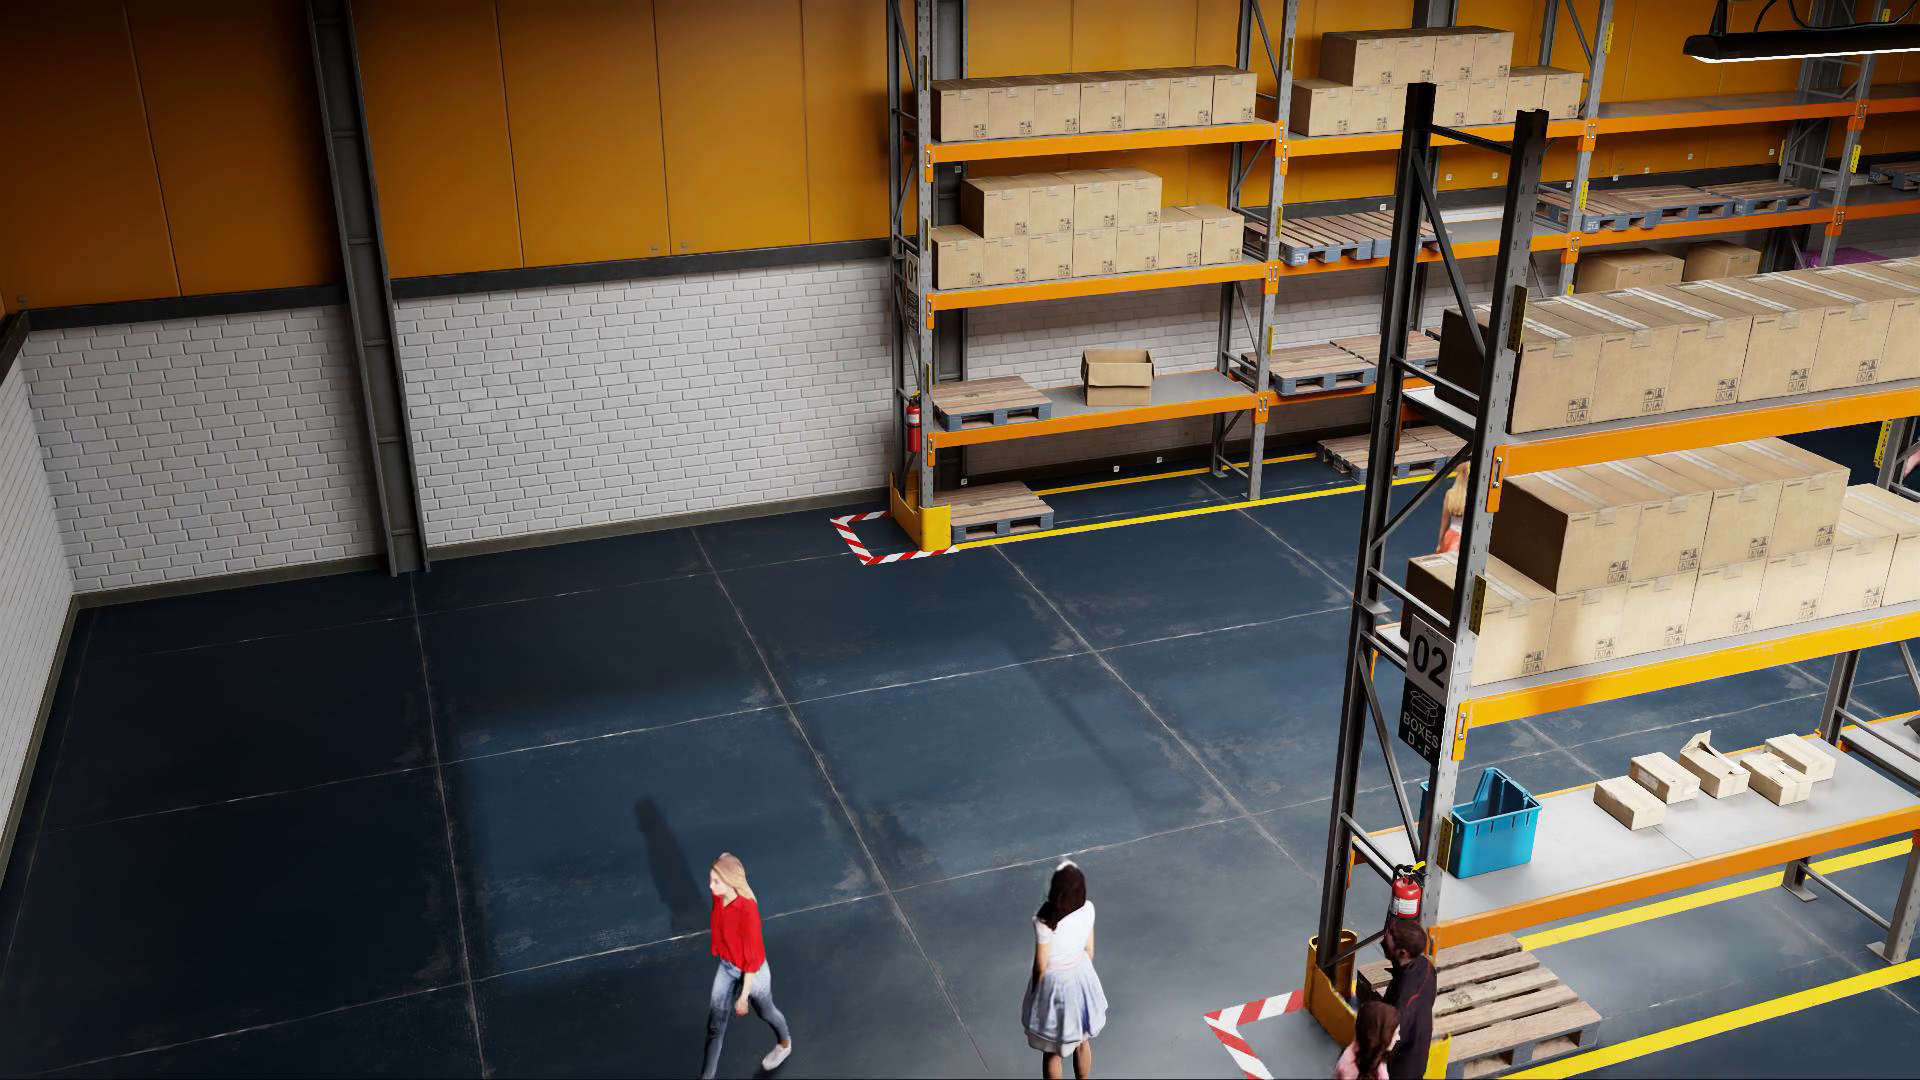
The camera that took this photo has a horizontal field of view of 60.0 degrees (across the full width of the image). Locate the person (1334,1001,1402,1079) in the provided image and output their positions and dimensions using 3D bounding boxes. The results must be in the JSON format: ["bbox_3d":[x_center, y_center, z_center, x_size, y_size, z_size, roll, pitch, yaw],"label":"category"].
[{"bbox_3d":[1.968,3.159,8.751,0.860,1.772,0.795,18,29,35],"label":"person"}]

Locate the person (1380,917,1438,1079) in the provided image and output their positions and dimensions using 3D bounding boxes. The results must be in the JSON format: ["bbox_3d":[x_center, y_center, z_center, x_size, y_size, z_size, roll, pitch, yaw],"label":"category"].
[{"bbox_3d":[2.472,2.918,9.147,1.035,1.896,0.975,10,26,23],"label":"person"}]

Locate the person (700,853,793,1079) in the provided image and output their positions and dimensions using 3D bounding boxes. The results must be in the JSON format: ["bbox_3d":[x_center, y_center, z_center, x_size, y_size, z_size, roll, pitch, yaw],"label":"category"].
[{"bbox_3d":[-1.257,2.624,10.122,0.955,1.654,1.196,21,31,39],"label":"person"}]

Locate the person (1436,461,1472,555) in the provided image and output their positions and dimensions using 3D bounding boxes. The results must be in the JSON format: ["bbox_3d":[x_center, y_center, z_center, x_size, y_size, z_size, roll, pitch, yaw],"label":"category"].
[{"bbox_3d":[4.630,0.154,15.645,1.294,1.755,0.753,-13,27,-27],"label":"person"}]

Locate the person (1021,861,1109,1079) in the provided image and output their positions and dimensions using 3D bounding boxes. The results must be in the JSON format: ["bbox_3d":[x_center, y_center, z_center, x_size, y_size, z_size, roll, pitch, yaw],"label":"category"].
[{"bbox_3d":[0.613,2.670,9.807,0.683,1.822,0.779,-11,26,-24],"label":"person"}]
